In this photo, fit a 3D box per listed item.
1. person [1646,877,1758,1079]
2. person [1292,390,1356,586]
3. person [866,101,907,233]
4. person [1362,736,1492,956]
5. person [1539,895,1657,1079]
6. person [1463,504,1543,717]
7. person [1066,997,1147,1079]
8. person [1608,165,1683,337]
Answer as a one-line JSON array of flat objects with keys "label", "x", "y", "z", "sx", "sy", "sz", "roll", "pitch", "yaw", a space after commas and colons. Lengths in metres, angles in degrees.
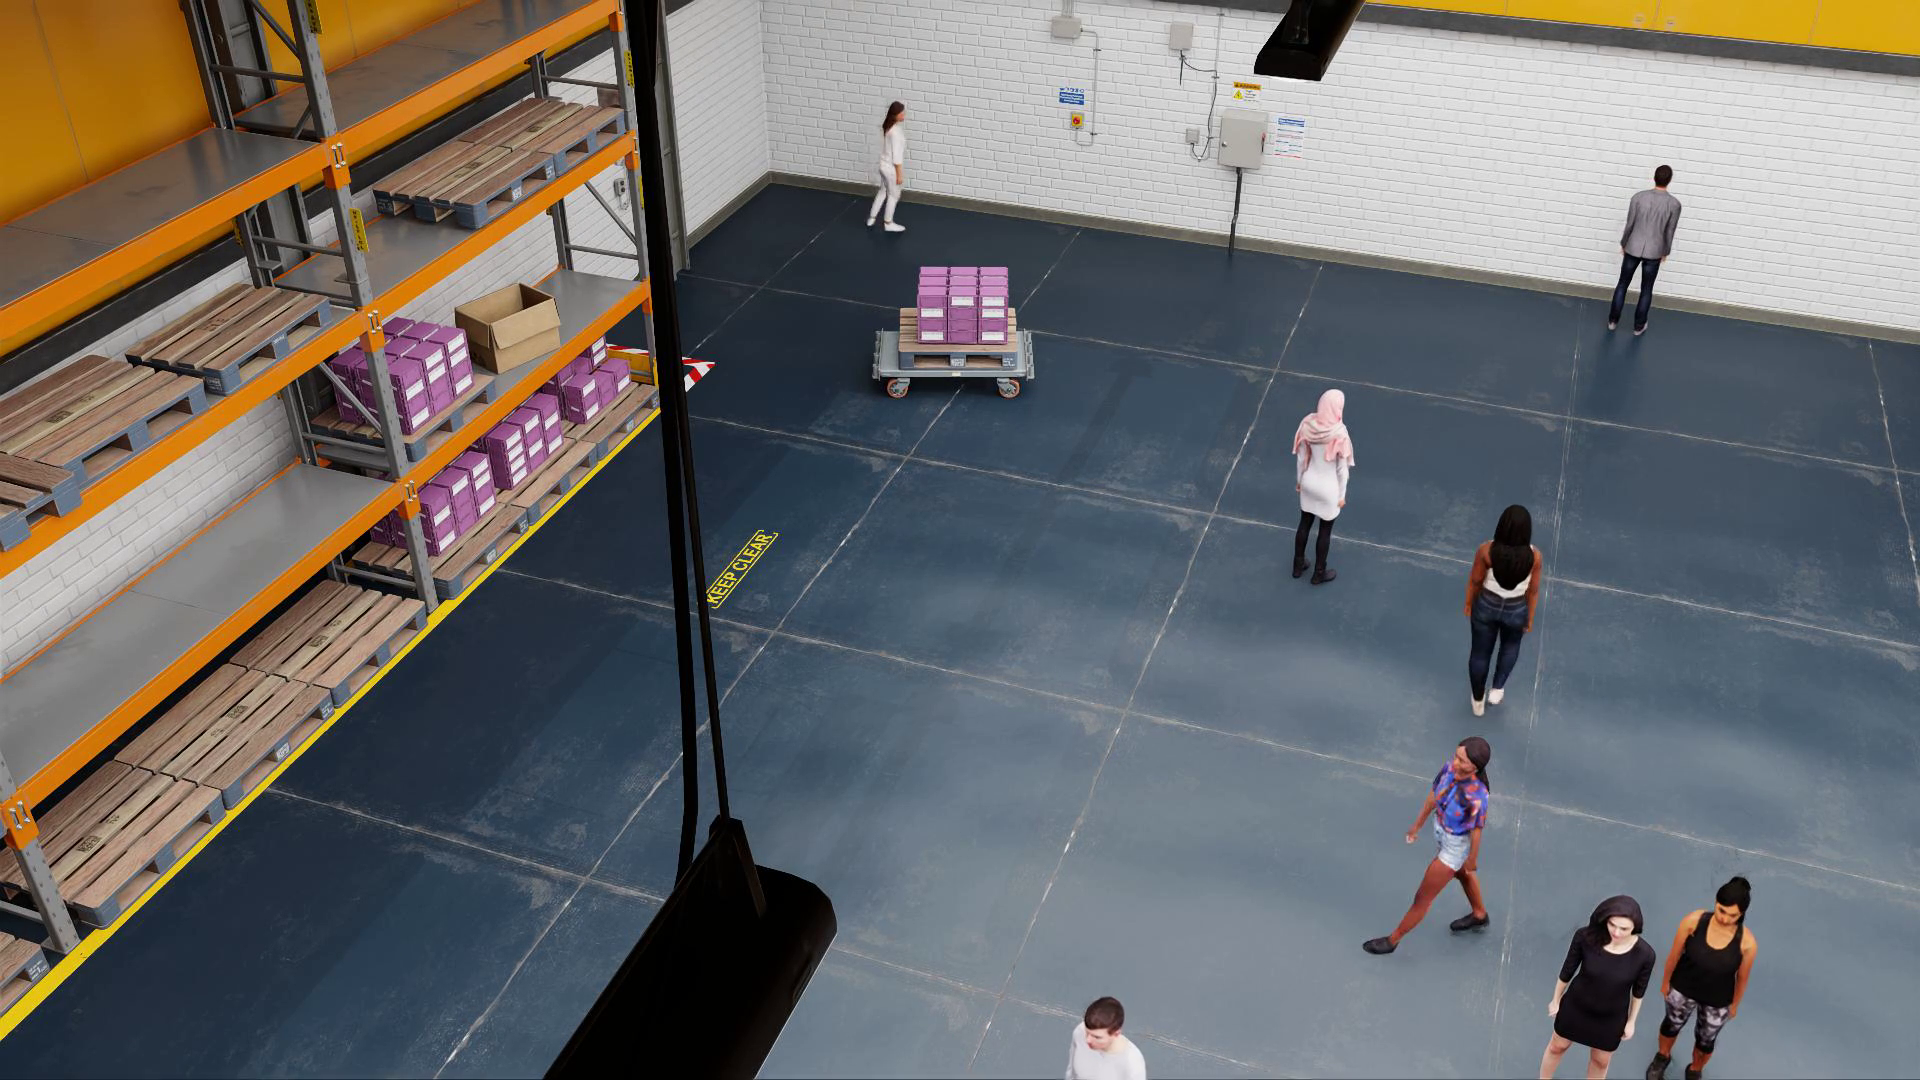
[{"label": "person", "x": 4.267, "y": 2.544, "z": 9.538, "sx": 0.605, "sy": 1.658, "sz": 0.568, "roll": 16, "pitch": 37, "yaw": 23}, {"label": "person", "x": 3.017, "y": -0.440, "z": 13.897, "sx": 0.716, "sy": 1.804, "sz": 0.719, "roll": 27, "pitch": 42, "yaw": 34}, {"label": "person", "x": -0.869, "y": -4.523, "z": 20.169, "sx": 0.922, "sy": 1.660, "sz": 0.852, "roll": -16, "pitch": 37, "yaw": -22}, {"label": "person", "x": 3.174, "y": 1.912, "z": 10.462, "sx": 1.064, "sy": 1.688, "sz": 1.174, "roll": -6, "pitch": 34, "yaw": -9}, {"label": "person", "x": 3.534, "y": 2.639, "z": 9.265, "sx": 0.625, "sy": 1.802, "sz": 0.530, "roll": 15, "pitch": 37, "yaw": 22}, {"label": "person", "x": 4.019, "y": 0.582, "z": 12.366, "sx": 0.675, "sy": 1.795, "sz": 0.644, "roll": 9, "pitch": 35, "yaw": 13}, {"label": "person", "x": 0.762, "y": 3.008, "z": 8.676, "sx": 0.749, "sy": 1.840, "sz": 0.732, "roll": -27, "pitch": 42, "yaw": -34}, {"label": "person", "x": 7.351, "y": -3.116, "z": 17.862, "sx": 0.697, "sy": 1.870, "sz": 0.626, "roll": 16, "pitch": 37, "yaw": 22}]
